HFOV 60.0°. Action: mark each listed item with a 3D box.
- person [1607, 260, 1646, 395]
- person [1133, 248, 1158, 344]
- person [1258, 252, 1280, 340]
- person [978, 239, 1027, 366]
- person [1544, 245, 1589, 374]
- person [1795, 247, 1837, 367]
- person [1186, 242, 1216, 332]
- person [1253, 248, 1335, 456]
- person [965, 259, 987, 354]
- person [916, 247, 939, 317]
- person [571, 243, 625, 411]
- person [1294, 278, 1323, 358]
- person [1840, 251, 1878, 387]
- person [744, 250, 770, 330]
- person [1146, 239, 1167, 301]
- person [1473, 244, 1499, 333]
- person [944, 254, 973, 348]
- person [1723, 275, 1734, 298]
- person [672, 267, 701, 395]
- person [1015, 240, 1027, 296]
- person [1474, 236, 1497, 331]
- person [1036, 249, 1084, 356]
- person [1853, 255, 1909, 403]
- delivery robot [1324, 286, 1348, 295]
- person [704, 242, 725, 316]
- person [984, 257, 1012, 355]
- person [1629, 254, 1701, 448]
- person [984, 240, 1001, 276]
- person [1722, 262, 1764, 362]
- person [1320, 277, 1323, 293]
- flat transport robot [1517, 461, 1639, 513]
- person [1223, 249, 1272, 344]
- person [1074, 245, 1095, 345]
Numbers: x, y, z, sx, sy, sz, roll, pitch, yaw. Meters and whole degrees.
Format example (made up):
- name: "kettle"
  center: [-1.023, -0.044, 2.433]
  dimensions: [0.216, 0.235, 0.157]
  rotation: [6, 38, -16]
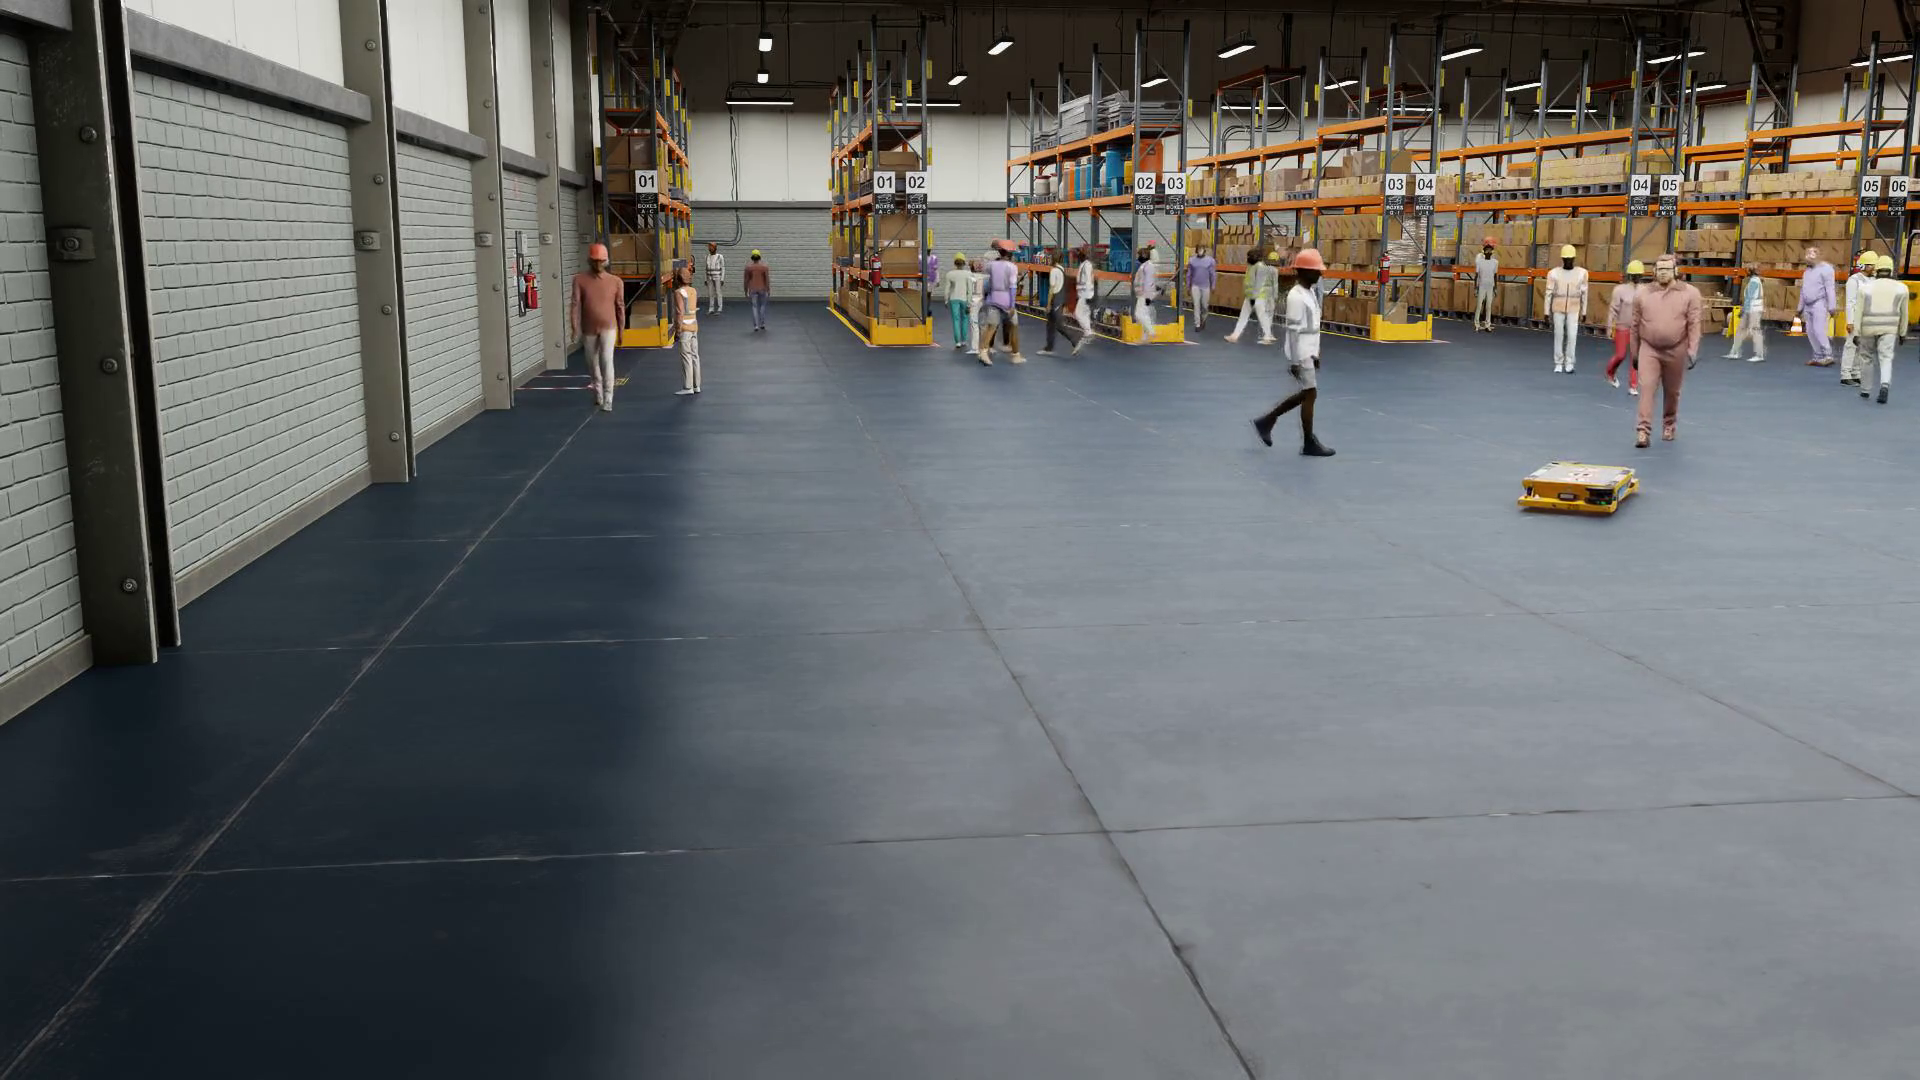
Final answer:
- name: "person"
  center: [8.649, -2.757, 21.523]
  dimensions: [0.569, 1.737, 0.608]
  rotation: [1, 10, 4]
- name: "person"
  center: [3.482, -4.597, 31.414]
  dimensions: [0.430, 1.823, 0.623]
  rotation: [1, 10, 3]
- name: "person"
  center: [6.120, -4.808, 32.818]
  dimensions: [0.383, 1.732, 0.497]
  rotation: [-3, 11, -18]
- name: "person"
  center: [0.650, -3.742, 26.239]
  dimensions: [0.625, 2.006, 1.014]
  rotation: [8, 13, 39]
- name: "person"
  center: [8.984, -3.404, 24.663]
  dimensions: [0.610, 1.889, 0.892]
  rotation: [4, 11, 19]
- name: "person"
  center: [13.480, -3.668, 26.192]
  dimensions: [0.440, 1.865, 0.699]
  rotation: [-1, 10, -6]
- name: "person"
  center: [5.188, -5.456, 35.854]
  dimensions: [0.637, 1.917, 0.766]
  rotation: [2, 10, 8]
- name: "person"
  center: [3.135, -1.740, 15.460]
  dimensions: [0.735, 1.920, 0.556]
  rotation: [4, 11, 22]
- name: "person"
  center: [0.280, -4.031, 28.791]
  dimensions: [0.312, 1.639, 0.518]
  rotation: [8, 13, 38]
- name: "person"
  center: [-0.802, -6.626, 42.334]
  dimensions: [0.565, 1.882, 0.975]
  rotation: [-2, 11, -13]
- name: "person"
  center: [-4.271, -2.527, 19.688]
  dimensions: [0.615, 1.961, 0.937]
  rotation: [-1, 10, -6]
- name: "person"
  center: [5.839, -3.865, 27.895]
  dimensions: [0.498, 1.634, 0.281]
  rotation: [6, 12, 29]
- name: "person"
  center: [12.255, -2.997, 22.593]
  dimensions: [0.599, 1.830, 0.403]
  rotation: [-7, 12, -32]
- name: "person"
  center: [-4.435, -5.453, 36.305]
  dimensions: [0.552, 1.729, 0.826]
  rotation: [-1, 10, -8]
- name: "person"
  center: [5.948, -8.219, 50.816]
  dimensions: [0.722, 1.972, 0.623]
  rotation: [0, 10, 2]
- name: "person"
  center: [11.169, -5.332, 35.310]
  dimensions: [0.514, 1.867, 0.328]
  rotation: [0, 10, 0]
- name: "person"
  center: [-0.014, -4.397, 30.571]
  dimensions: [0.540, 1.714, 0.904]
  rotation: [-1, 10, -3]
- name: "person"
  center: [20.865, -7.107, 44.897]
  dimensions: [0.589, 1.918, 0.400]
  rotation: [-6, 12, -31]
- name: "person"
  center: [-3.529, -2.681, 21.398]
  dimensions: [0.311, 1.636, 0.521]
  rotation: [3, 11, 16]
- name: "person"
  center: [1.792, -7.773, 48.498]
  dimensions: [0.378, 1.933, 0.551]
  rotation: [-3, 11, -14]
- name: "person"
  center: [11.411, -5.547, 36.035]
  dimensions: [0.606, 2.035, 0.408]
  rotation: [-7, 13, -35]
- name: "person"
  center: [1.720, -4.023, 28.259]
  dimensions: [0.826, 1.822, 0.513]
  rotation: [4, 11, 21]
- name: "person"
  center: [11.318, -2.590, 20.450]
  dimensions: [0.607, 1.809, 0.826]
  rotation: [4, 11, 21]
- name: "delivery robot"
  center: [11.198, -7.306, 49.462]
  dimensions: [0.707, 0.478, 0.477]
  rotation: [0, 10, -1]
- name: "person"
  center: [-6.351, -6.741, 42.976]
  dimensions: [0.582, 1.882, 0.338]
  rotation: [5, 12, 27]
- name: "person"
  center: [0.682, -4.049, 28.818]
  dimensions: [0.547, 1.666, 0.719]
  rotation: [3, 11, 17]
- name: "person"
  center: [6.893, -1.860, 16.290]
  dimensions: [0.641, 1.864, 0.977]
  rotation: [5, 11, 24]
- name: "person"
  center: [0.964, -7.182, 45.244]
  dimensions: [0.631, 1.940, 0.368]
  rotation: [0, 10, 0]
- name: "person"
  center: [12.810, -3.714, 27.136]
  dimensions: [0.751, 1.609, 0.541]
  rotation: [5, 11, 23]
- name: "person"
  center: [10.685, -7.949, 49.753]
  dimensions: [0.524, 1.836, 0.860]
  rotation: [0, 10, -2]
- name: "flat transport robot"
  center: [4.752, -0.417, 12.734]
  dimensions: [0.652, 0.197, 1.431]
  rotation: [6, 12, 29]
- name: "person"
  center: [5.492, -4.572, 31.342]
  dimensions: [0.947, 1.789, 0.652]
  rotation: [-2, 11, -11]
- name: "person"
  center: [2.312, -4.586, 31.217]
  dimensions: [0.417, 1.873, 0.593]
  rotation: [-1, 10, -3]
